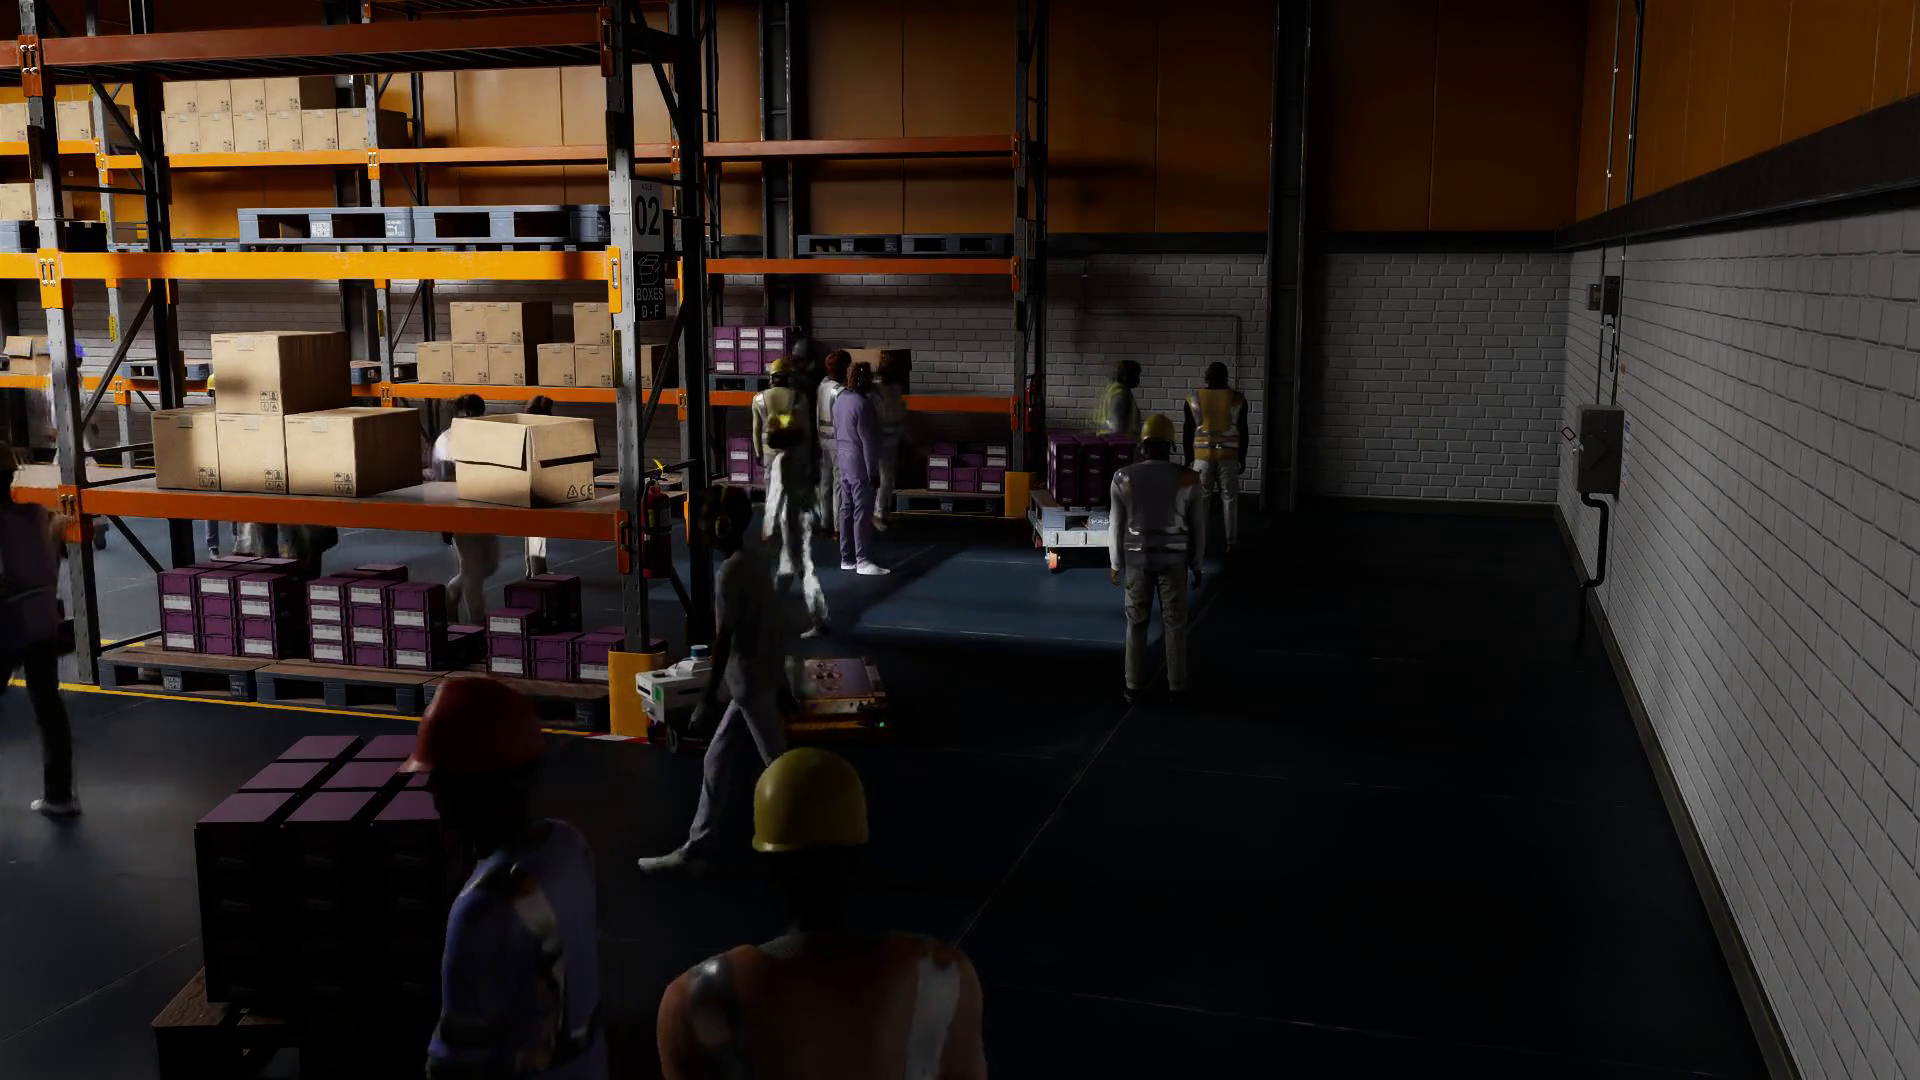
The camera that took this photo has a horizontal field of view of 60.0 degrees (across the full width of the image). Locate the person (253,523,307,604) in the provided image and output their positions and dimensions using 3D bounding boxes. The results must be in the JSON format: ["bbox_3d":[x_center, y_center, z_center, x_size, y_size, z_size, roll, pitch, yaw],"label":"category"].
[{"bbox_3d":[-5.505,-0.410,13.374,0.627,1.940,0.372,2,9,11],"label":"person"}]

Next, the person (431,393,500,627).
[{"bbox_3d":[-3.671,-0.179,12.313,0.657,1.830,0.635,4,10,24],"label":"person"}]

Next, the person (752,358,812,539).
[{"bbox_3d":[-1.785,-0.912,16.764,0.588,1.830,0.404,0,9,-1],"label":"person"}]

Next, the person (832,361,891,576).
[{"bbox_3d":[-0.881,-0.639,14.869,0.410,1.909,0.642,-6,11,-30],"label":"person"}]

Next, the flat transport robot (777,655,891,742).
[{"bbox_3d":[-0.812,0.944,10.189,0.652,0.197,1.431,-1,9,-8],"label":"flat transport robot"}]

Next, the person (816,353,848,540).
[{"bbox_3d":[-1.234,-0.937,16.761,0.349,1.881,0.584,-6,11,-33],"label":"person"}]

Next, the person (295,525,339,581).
[{"bbox_3d":[-5.167,-0.360,13.152,0.539,1.910,0.572,-2,9,-9],"label":"person"}]

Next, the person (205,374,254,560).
[{"bbox_3d":[-6.911,-0.694,15.631,0.310,1.768,0.533,9,13,43],"label":"person"}]

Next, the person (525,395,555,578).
[{"bbox_3d":[-3.673,-0.449,14.521,0.315,1.639,0.523,-4,10,-22],"label":"person"}]

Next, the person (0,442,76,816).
[{"bbox_3d":[-4.810,0.444,8.313,0.826,1.897,0.601,4,10,25],"label":"person"}]

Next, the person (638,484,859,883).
[{"bbox_3d":[-0.915,0.655,7.295,1.004,1.817,0.481,0,9,3],"label":"person"}]

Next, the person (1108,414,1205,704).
[{"bbox_3d":[1.235,0.124,10.452,0.600,1.827,0.404,1,9,8],"label":"person"}]

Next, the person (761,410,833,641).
[{"bbox_3d":[-1.321,-0.109,12.245,0.882,1.691,0.496,4,10,21],"label":"person"}]

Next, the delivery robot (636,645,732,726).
[{"bbox_3d":[-1.501,0.850,9.617,0.707,0.478,0.477,-6,11,-32],"label":"delivery robot"}]

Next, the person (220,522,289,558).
[{"bbox_3d":[-6.553,-0.737,15.412,0.682,1.922,0.640,7,12,38],"label":"person"}]

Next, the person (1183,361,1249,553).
[{"bbox_3d":[2.456,-0.791,15.988,0.619,1.845,0.430,1,9,8],"label":"person"}]

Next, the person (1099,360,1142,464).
[{"bbox_3d":[1.675,-0.888,16.655,0.618,1.813,0.639,0,9,1],"label":"person"}]

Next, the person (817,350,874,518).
[{"bbox_3d":[-1.223,-1.069,17.581,0.956,1.871,0.615,4,10,21],"label":"person"}]

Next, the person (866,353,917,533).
[{"bbox_3d":[-0.739,-0.995,17.201,0.463,1.867,0.699,6,11,34],"label":"person"}]

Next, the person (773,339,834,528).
[{"bbox_3d":[-1.620,-1.140,17.511,0.957,2.000,0.708,3,10,18],"label":"person"}]

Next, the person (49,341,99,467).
[{"bbox_3d":[-10.150,-1.346,19.198,1.001,1.890,0.644,-2,9,-10],"label":"person"}]

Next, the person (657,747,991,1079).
[{"bbox_3d":[-0.208,1.339,2.909,0.603,1.889,0.779,-2,10,-12],"label":"person"}]

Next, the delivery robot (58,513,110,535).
[{"bbox_3d":[-8.519,-0.184,15.916,0.477,0.478,0.707,3,10,18],"label":"delivery robot"}]

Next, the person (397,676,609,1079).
[{"bbox_3d":[-1.019,1.229,3.476,0.725,1.913,0.547,0,9,0],"label":"person"}]
